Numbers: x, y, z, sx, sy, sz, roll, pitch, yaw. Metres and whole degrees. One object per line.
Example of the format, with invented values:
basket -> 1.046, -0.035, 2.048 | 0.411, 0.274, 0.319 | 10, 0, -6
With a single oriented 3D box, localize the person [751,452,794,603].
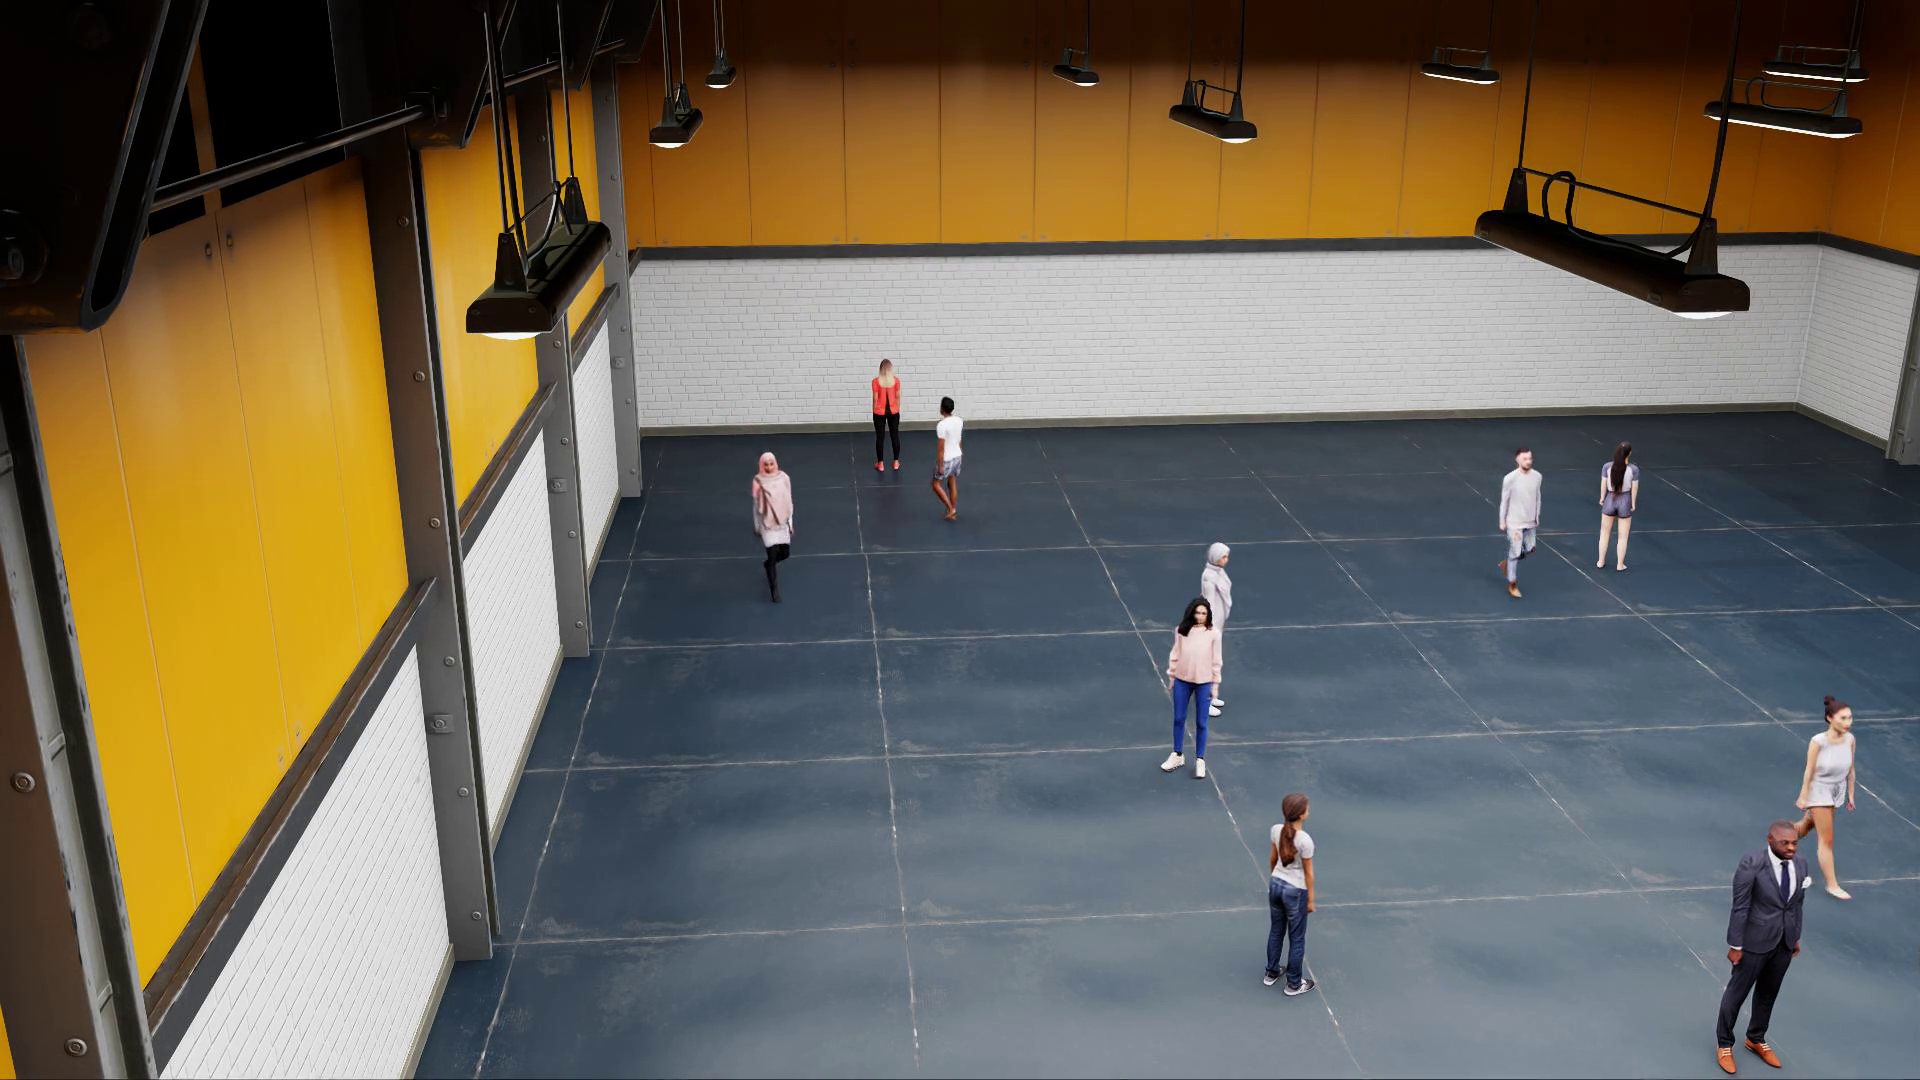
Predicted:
person -> -2.250, -0.183, 19.849 | 0.818, 1.790, 1.008 | -8, 20, -23

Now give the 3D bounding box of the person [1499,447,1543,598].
person -> 6.698, -0.255, 20.008 | 0.765, 1.824, 0.860 | -5, 19, -14

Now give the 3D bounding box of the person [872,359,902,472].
person -> -1.107, -1.899, 25.095 | 0.620, 1.694, 0.571 | -4, 19, -13

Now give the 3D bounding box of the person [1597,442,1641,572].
person -> 8.228, -0.429, 20.797 | 0.674, 1.650, 0.702 | 11, 21, 29

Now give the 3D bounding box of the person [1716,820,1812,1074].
person -> 5.425, 2.704, 11.223 | 0.720, 1.824, 0.614 | -4, 19, -10

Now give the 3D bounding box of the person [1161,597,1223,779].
person -> 2.148, 1.329, 15.391 | 0.748, 1.769, 0.732 | 10, 21, 27

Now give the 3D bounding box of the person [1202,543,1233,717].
person -> 2.525, 0.873, 16.735 | 0.749, 1.777, 0.626 | 8, 20, 22

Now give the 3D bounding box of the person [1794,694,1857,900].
person -> 7.014, 2.043, 13.599 | 0.735, 1.559, 1.105 | -5, 19, -16

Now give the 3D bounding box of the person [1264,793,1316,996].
person -> 2.401, 2.549, 12.095 | 0.693, 1.562, 0.612 | -15, 23, -37

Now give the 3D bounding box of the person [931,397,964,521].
person -> -0.099, -1.071, 22.597 | 0.839, 1.719, 0.782 | 18, 25, 42
